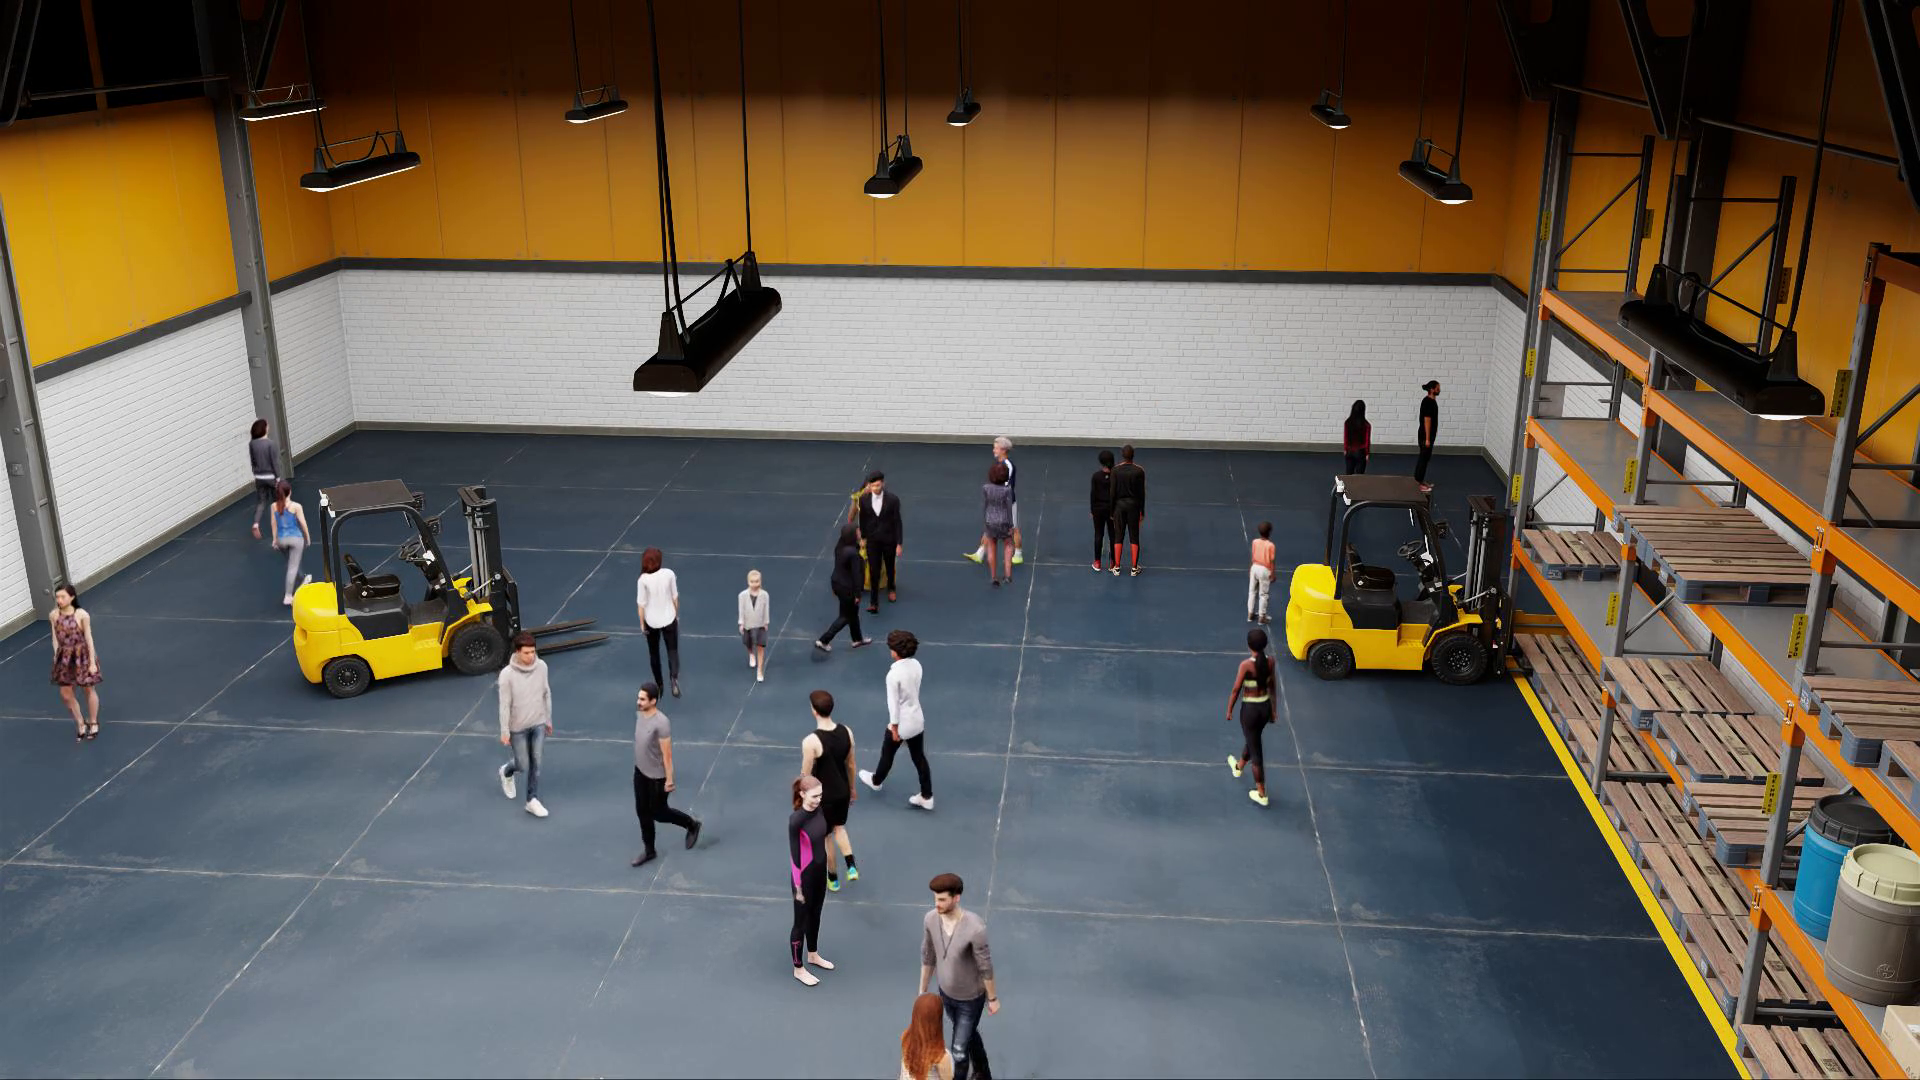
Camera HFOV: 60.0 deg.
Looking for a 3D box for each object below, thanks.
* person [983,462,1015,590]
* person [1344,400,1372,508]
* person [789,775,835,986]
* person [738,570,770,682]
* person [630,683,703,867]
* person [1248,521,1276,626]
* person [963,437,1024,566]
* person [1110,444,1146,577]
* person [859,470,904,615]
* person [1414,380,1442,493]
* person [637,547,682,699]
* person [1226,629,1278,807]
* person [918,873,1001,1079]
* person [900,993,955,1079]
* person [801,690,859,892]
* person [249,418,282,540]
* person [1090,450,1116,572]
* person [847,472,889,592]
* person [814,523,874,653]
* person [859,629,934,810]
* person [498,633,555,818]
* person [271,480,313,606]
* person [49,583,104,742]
[{"bbox_3d":[0.456,-0.160,21.701,0.682,1.683,0.704,8,20,22],"label":"person"},{"bbox_3d":[5.983,-1.300,25.134,0.658,1.653,0.685,15,24,37],"label":"person"},{"bbox_3d":[-1.199,2.662,13.217,0.710,1.749,0.608,11,21,29],"label":"person"},{"bbox_3d":[-2.365,0.948,19.083,0.558,1.254,0.867,0,19,-1],"label":"person"},{"bbox_3d":[-2.697,2.076,14.973,1.032,1.739,0.946,-17,25,-42],"label":"person"},{"bbox_3d":[3.737,0.396,20.636,0.556,1.309,0.605,17,25,40],"label":"person"},{"bbox_3d":[0.678,-0.510,22.546,1.033,1.806,1.107,-8,20,-22],"label":"person"},{"bbox_3d":[2.237,-0.410,22.246,0.636,1.808,0.547,3,19,9],"label":"person"},{"bbox_3d":[-0.964,-0.014,21.051,0.804,1.820,1.224,2,19,6],"label":"person"},{"bbox_3d":[7.290,-1.639,25.978,0.714,1.757,0.546,5,19,14],"label":"person"},{"bbox_3d":[-3.261,0.953,18.251,0.836,1.776,1.006,-6,20,-19],"label":"person"},{"bbox_3d":[2.891,1.737,16.013,0.911,1.717,1.136,-7,20,-21],"label":"person"},{"bbox_3d":[0.073,3.133,11.638,1.077,1.864,1.207,15,24,38],"label":"person"},{"bbox_3d":[-0.268,3.646,10.407,1.126,1.678,1.098,-14,23,-35],"label":"person"},{"bbox_3d":[-1.087,2.215,14.342,0.855,1.879,0.915,-15,24,-37],"label":"person"},{"bbox_3d":[-9.887,-0.844,23.622,0.613,1.753,0.899,3,19,8],"label":"person"},{"bbox_3d":[1.969,-0.403,22.442,0.613,1.671,0.575,1,19,2],"label":"person"},{"bbox_3d":[-1.148,-0.106,21.599,0.810,1.645,0.798,7,20,19],"label":"person"},{"bbox_3d":[-1.406,0.603,19.589,1.070,1.584,1.086,-12,22,-31],"label":"person"},{"bbox_3d":[-0.450,1.751,15.905,1.113,1.761,1.134,16,24,39],"label":"person"},{"bbox_3d":[-4.176,1.729,15.859,1.009,1.831,1.056,-15,24,-38],"label":"person"},{"bbox_3d":[-8.571,0.062,21.219,0.569,1.570,1.024,2,19,5],"label":"person"},{"bbox_3d":[-9.178,1.261,17.363,0.680,1.758,0.767,-1,19,-4],"label":"person"}]
